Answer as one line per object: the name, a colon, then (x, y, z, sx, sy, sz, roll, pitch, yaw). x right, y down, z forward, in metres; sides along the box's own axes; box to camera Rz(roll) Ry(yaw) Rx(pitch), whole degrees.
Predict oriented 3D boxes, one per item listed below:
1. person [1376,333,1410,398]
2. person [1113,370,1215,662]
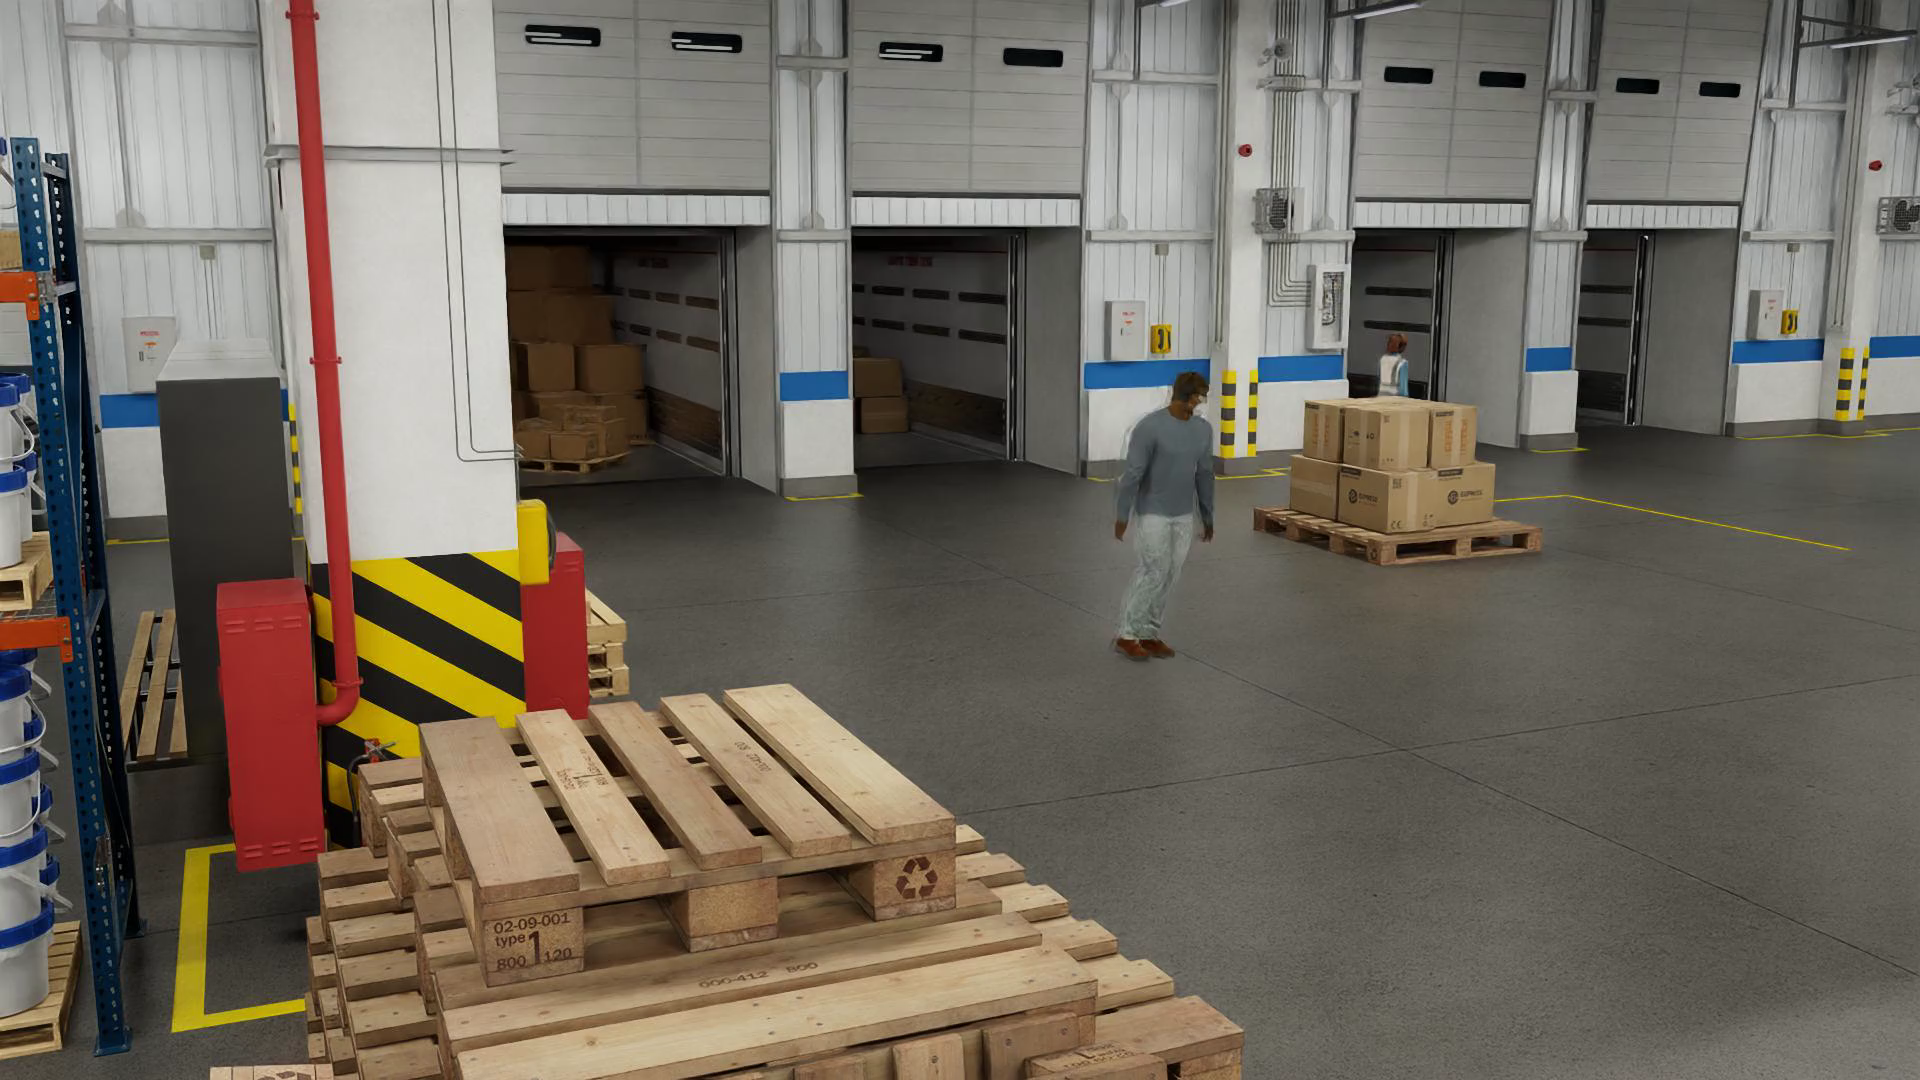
person: (5.022, -1.597, 19.421, 0.418, 1.629, 0.534, -5, 11, -24)
person: (1.336, -0.151, 10.721, 0.651, 1.897, 0.516, -8, 13, -37)
